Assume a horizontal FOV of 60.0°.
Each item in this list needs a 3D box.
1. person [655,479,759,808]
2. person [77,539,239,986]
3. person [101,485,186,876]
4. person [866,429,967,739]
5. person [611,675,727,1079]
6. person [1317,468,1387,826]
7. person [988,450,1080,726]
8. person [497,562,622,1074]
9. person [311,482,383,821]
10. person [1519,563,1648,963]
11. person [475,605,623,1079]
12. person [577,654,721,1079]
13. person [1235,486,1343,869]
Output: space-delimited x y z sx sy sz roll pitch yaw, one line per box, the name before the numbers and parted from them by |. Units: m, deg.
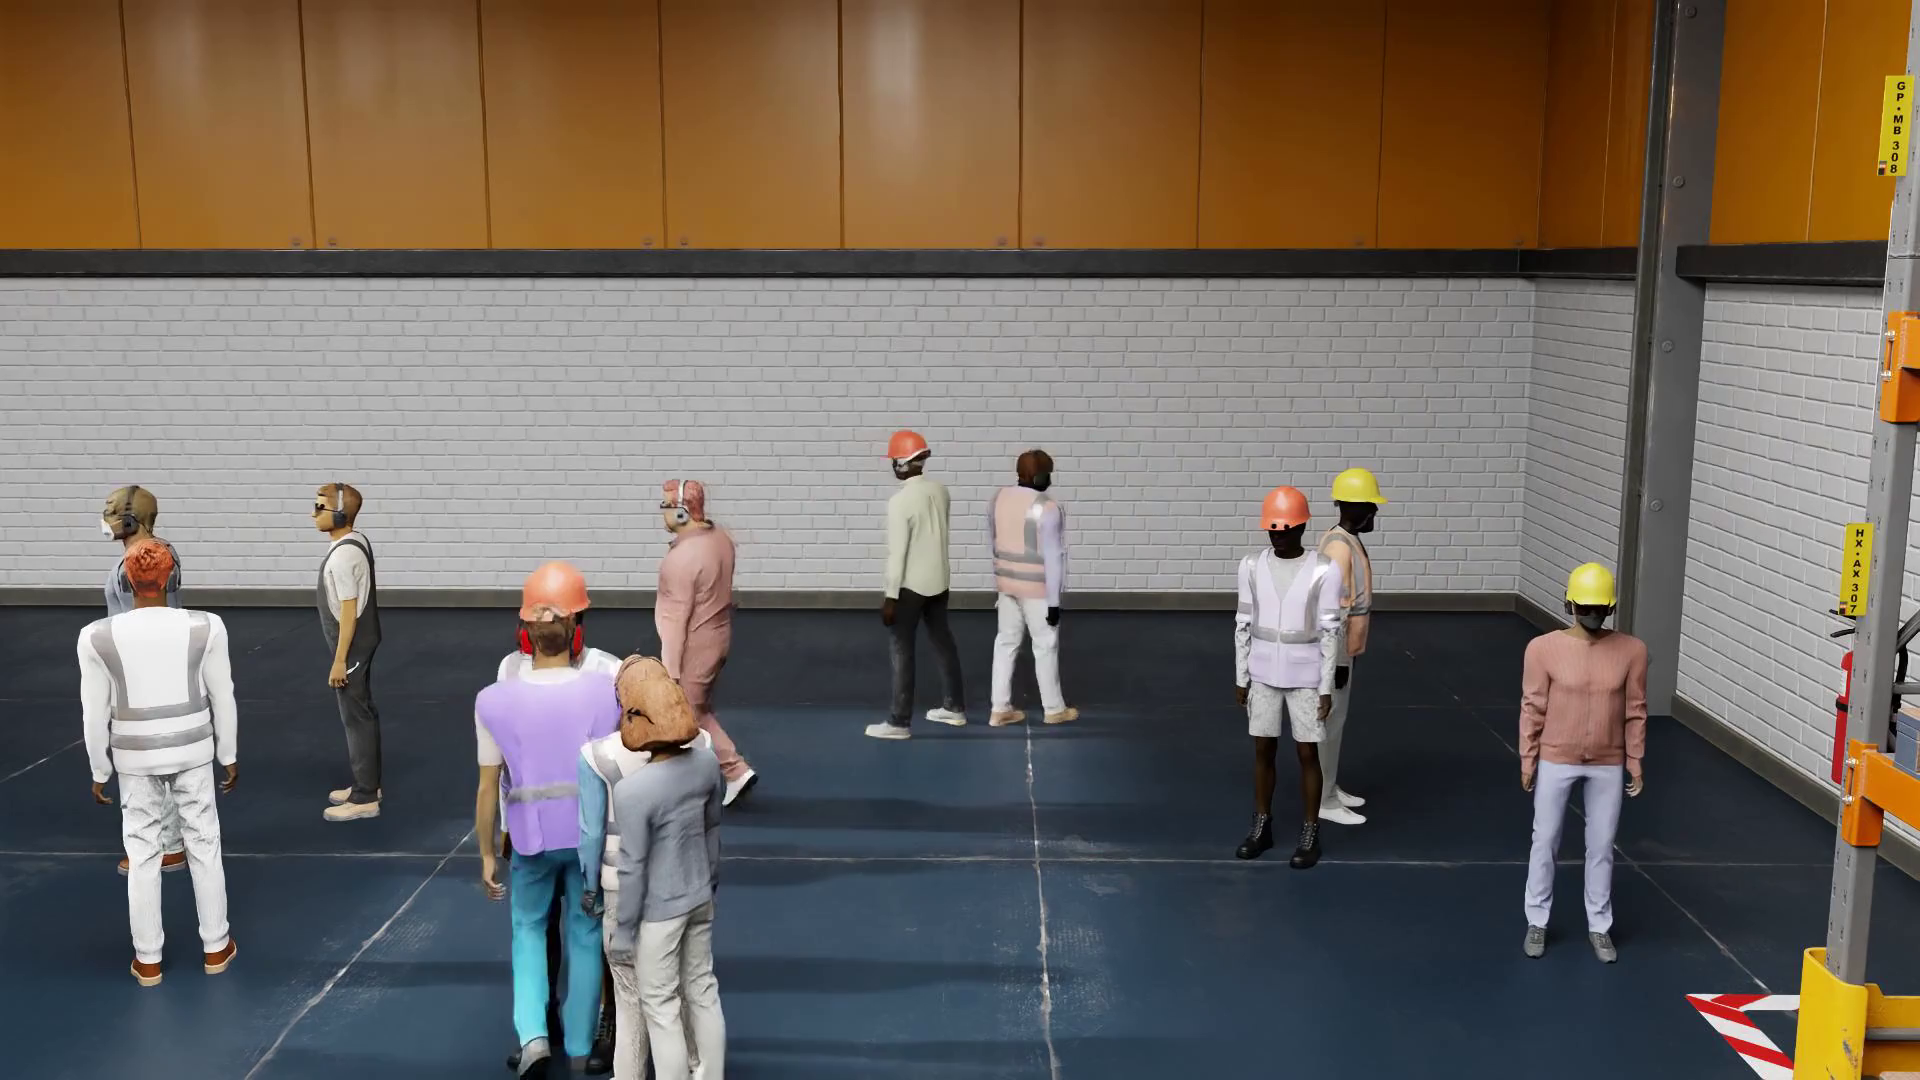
person | -1.417 0.605 8.897 0.464 1.887 0.664 2 10 13
person | -3.339 0.928 6.987 0.580 1.883 0.352 -5 11 -26
person | -4.038 0.687 8.262 0.372 1.940 0.631 -2 10 -13
person | -0.289 0.273 10.664 0.409 1.987 0.630 6 11 33
person | -0.997 1.267 5.703 0.264 1.632 0.506 5 11 29
person | 2.092 0.562 9.046 0.387 1.927 0.589 3 10 15
person | 0.484 0.320 10.878 0.621 1.826 0.634 -9 13 -43
person | -1.478 1.038 6.190 0.553 1.936 0.383 2 10 9
person | -3.338 0.601 9.058 0.346 1.847 0.506 -2 10 -12
person | 2.681 0.960 7.175 0.526 1.761 0.332 1 10 6
person | -1.464 1.101 6.112 0.582 1.828 0.423 -2 10 -14
person | -1.105 1.221 5.959 0.522 1.638 0.310 -5 11 -26
person | 1.621 0.683 8.326 0.541 1.929 0.380 5 11 27
